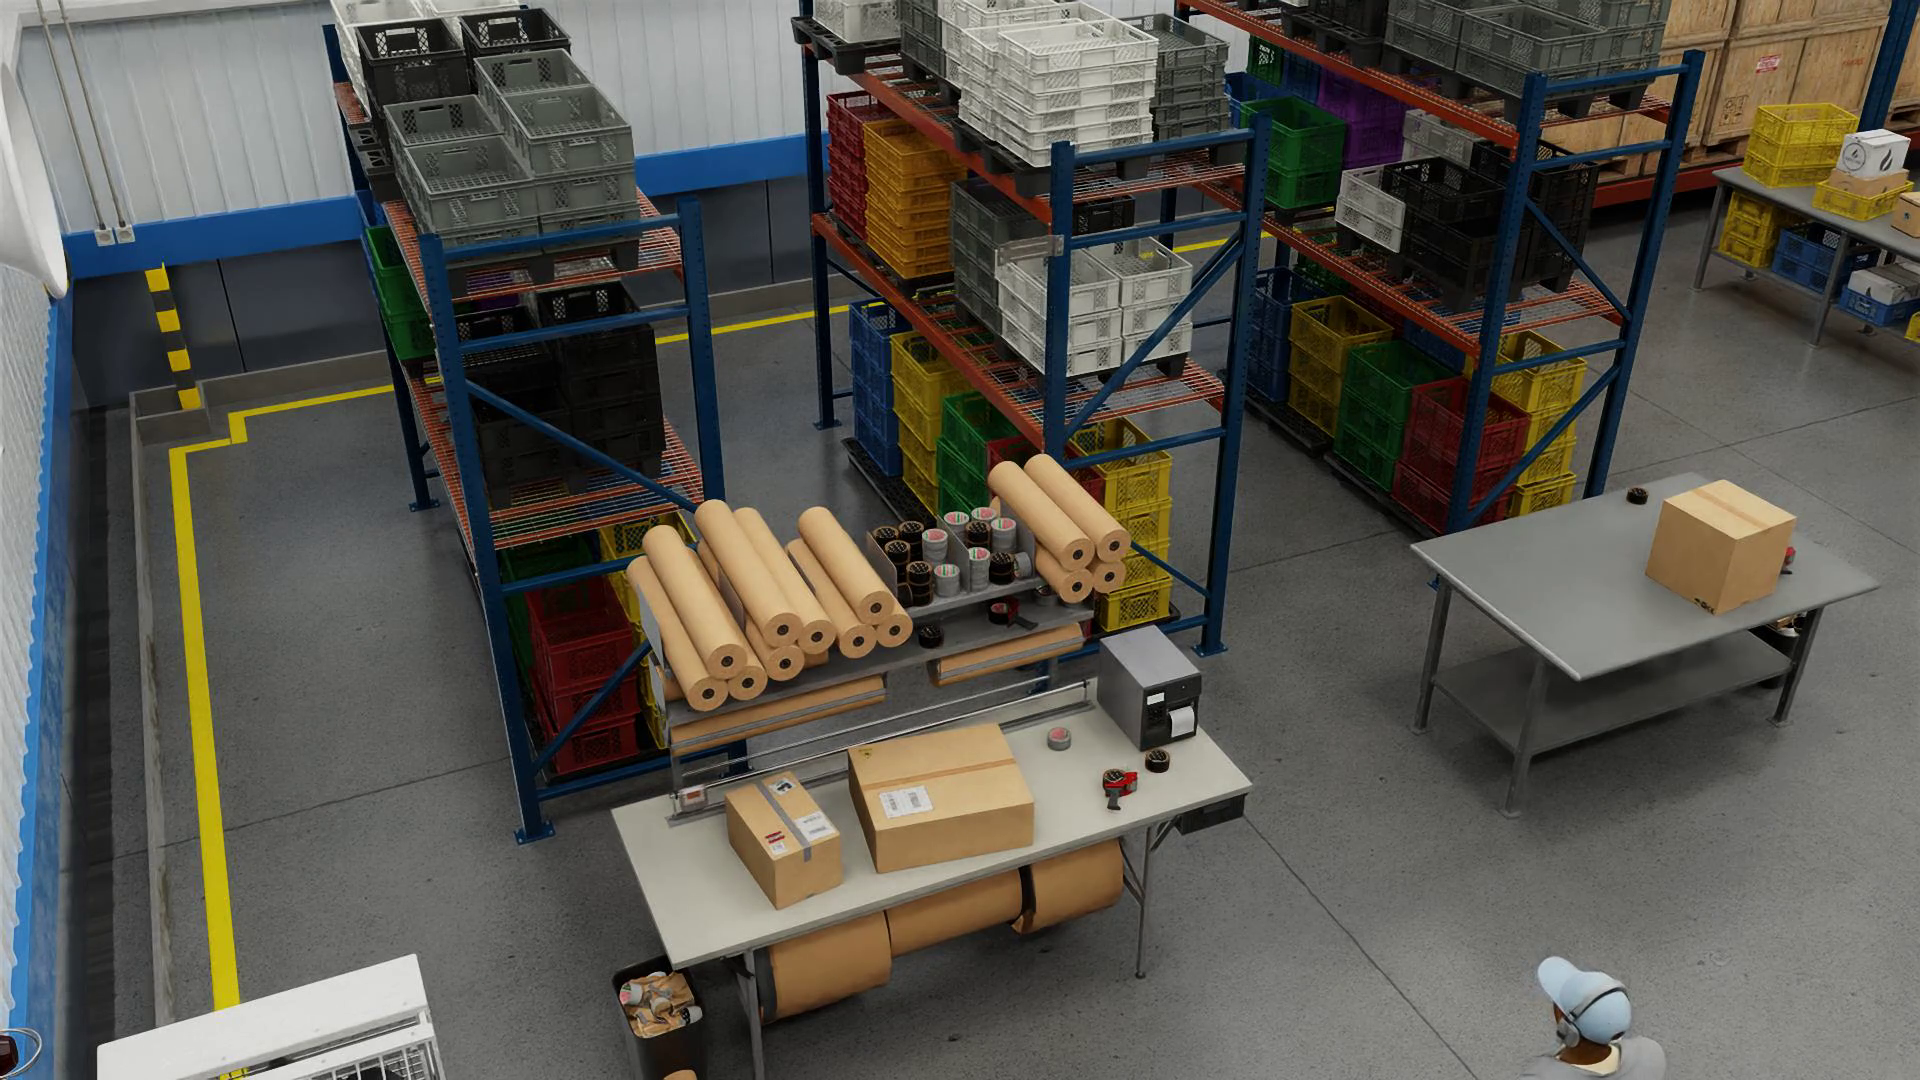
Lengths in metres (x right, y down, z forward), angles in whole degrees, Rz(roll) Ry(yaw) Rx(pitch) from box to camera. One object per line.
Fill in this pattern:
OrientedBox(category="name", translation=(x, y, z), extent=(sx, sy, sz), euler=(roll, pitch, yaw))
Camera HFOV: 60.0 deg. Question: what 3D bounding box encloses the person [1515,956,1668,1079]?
OrientedBox(category="person", translation=(1.818, 2.017, 5.185), extent=(0.589, 1.852, 0.365), euler=(-13, 34, -20))
